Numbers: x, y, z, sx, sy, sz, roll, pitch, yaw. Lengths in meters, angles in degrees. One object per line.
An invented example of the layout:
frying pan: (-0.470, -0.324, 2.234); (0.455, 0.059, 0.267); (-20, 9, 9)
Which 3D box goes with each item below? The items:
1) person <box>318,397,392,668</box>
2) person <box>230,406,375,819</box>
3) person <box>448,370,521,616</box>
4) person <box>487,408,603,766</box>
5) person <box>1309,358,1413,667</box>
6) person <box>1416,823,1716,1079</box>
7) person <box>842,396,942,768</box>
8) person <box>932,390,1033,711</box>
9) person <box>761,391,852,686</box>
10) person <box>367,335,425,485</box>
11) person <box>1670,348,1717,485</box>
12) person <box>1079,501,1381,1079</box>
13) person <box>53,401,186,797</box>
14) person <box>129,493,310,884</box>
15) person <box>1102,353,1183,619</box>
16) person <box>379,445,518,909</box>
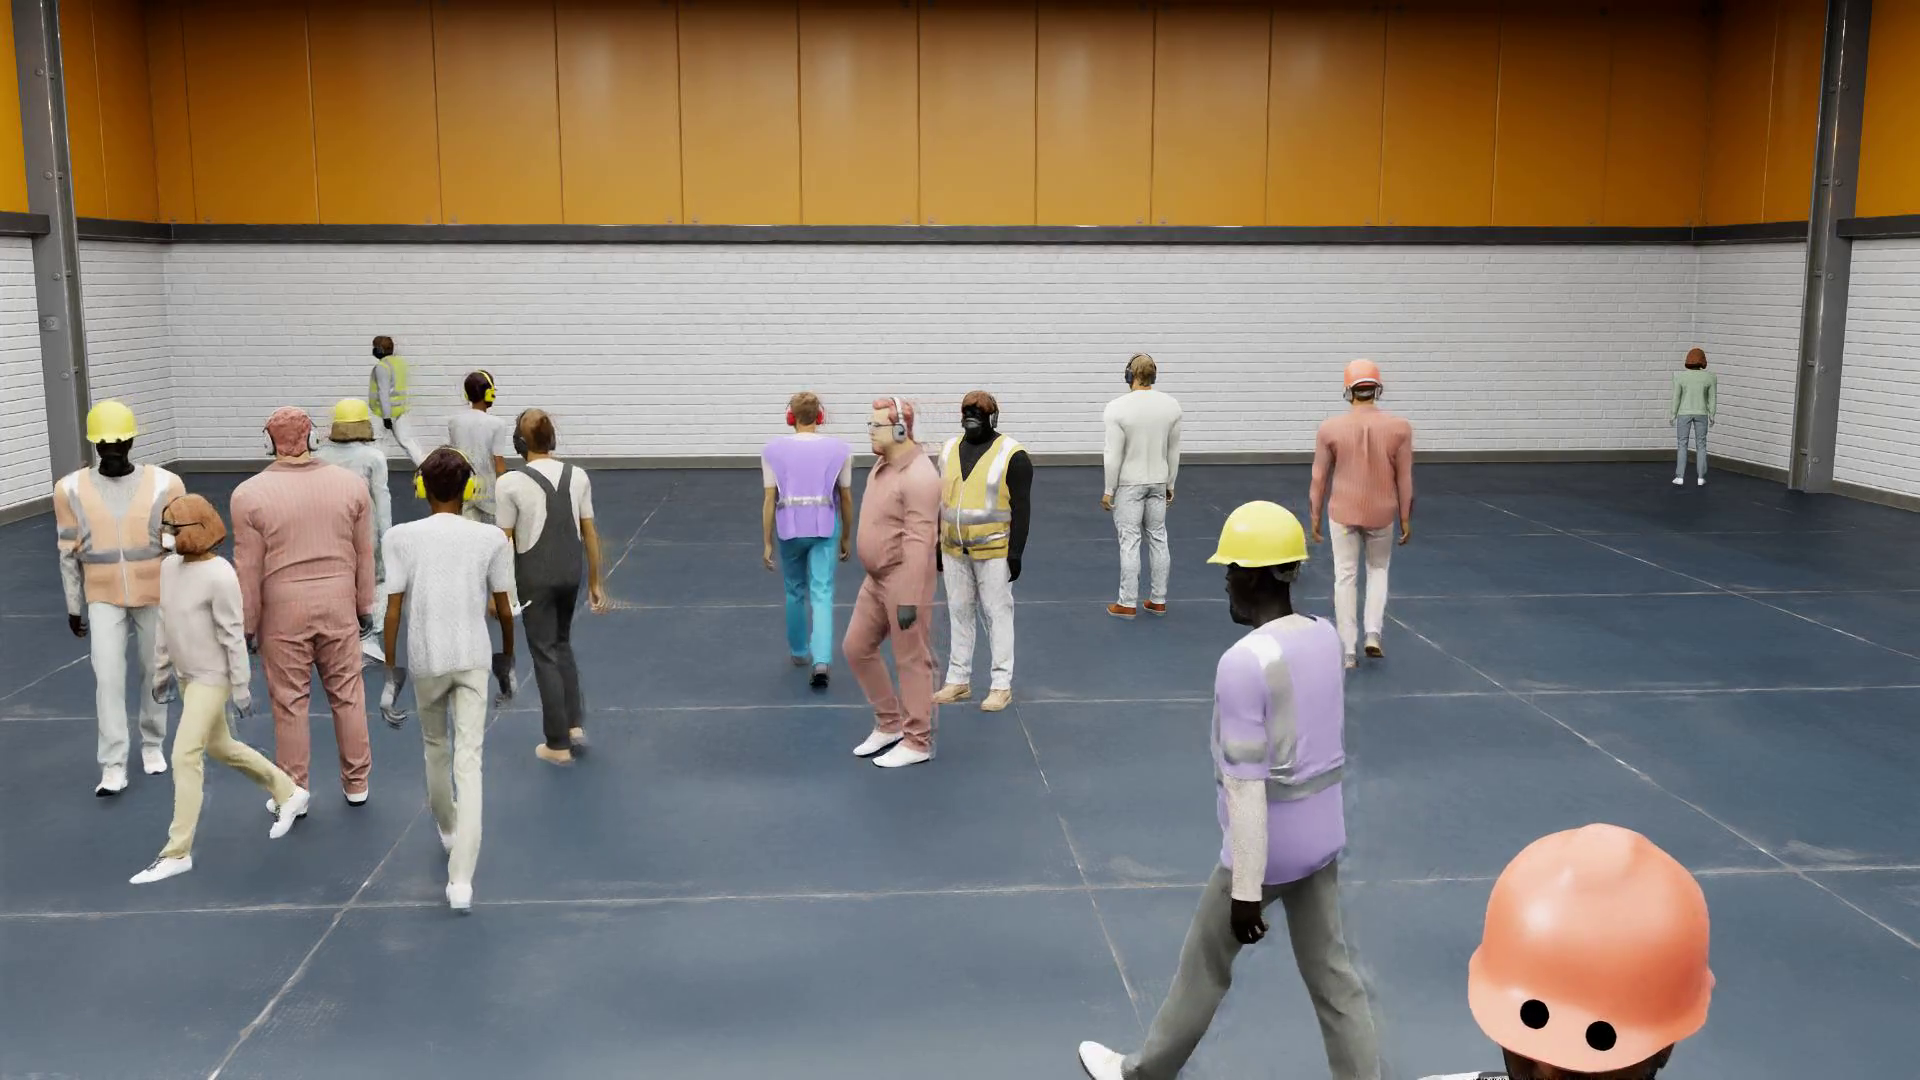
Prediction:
person: (-3.803, -0.039, 10.545); (0.505, 1.730, 0.353); (2, 9, 10)
person: (-3.036, 0.333, 7.709); (0.636, 1.903, 0.405); (-7, 12, -38)
person: (-3.466, -0.297, 11.901); (0.541, 1.838, 0.920); (3, 10, 20)
person: (-2.136, 0.238, 8.543); (0.538, 1.822, 0.527); (9, 12, 43)
person: (2.549, -0.154, 10.622); (0.641, 1.942, 0.443); (1, 9, 6)
person: (0.666, 1.243, 1.880); (0.549, 1.934, 0.374); (2, 9, 11)
person: (-0.374, 0.224, 8.396); (0.508, 1.892, 0.671); (-4, 10, -23)
person: (0.100, 0.058, 9.613); (0.627, 1.846, 0.429); (6, 11, 32)
person: (-0.942, -0.022, 10.286); (0.559, 1.797, 0.984); (-1, 9, -7)
person: (-6.738, -1.529, 19.751); (0.955, 1.809, 0.628); (1, 9, 7)
person: (8.748, -1.469, 19.861); (0.506, 1.631, 0.281); (2, 9, 15)
person: (0.828, 0.823, 4.710); (0.992, 1.871, 0.618); (8, 12, 41)
person: (-4.022, 0.282, 8.049); (0.612, 1.885, 0.924); (-4, 10, -22)
person: (-3.171, 0.583, 7.076); (0.504, 1.606, 0.800); (8, 12, 40)
person: (1.308, -0.388, 12.116); (0.630, 1.940, 0.373); (-4, 10, -25)
person: (-2.093, 0.521, 6.822); (0.534, 1.802, 1.024); (-3, 9, -16)
